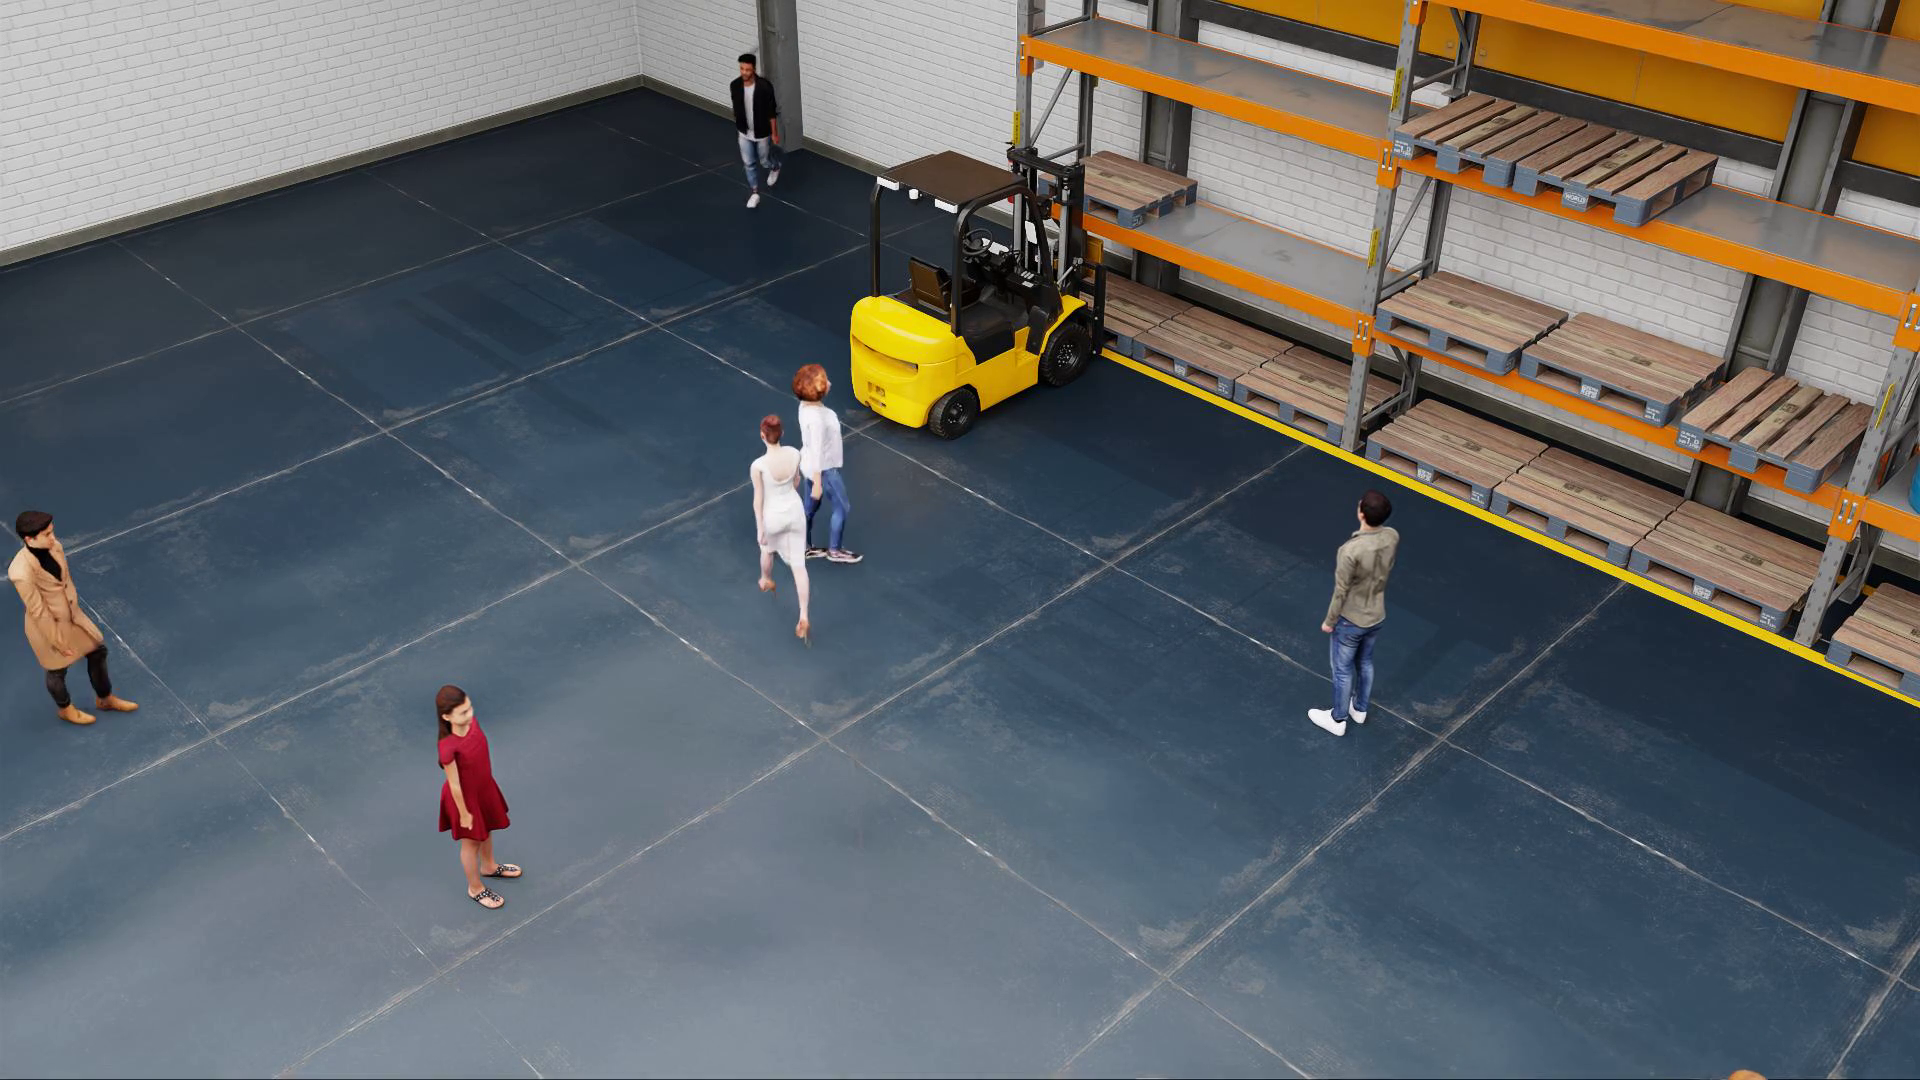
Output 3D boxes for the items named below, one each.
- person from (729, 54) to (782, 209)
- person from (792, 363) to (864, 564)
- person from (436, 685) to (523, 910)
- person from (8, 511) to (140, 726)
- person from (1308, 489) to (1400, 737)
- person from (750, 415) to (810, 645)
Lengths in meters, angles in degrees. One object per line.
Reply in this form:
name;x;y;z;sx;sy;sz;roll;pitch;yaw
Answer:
person;-2.310;-4.725;18.998;1.080;1.759;1.052;9;35;14
person;-1.175;-0.559;12.781;0.891;1.702;0.826;-8;35;-12
person;-2.899;1.484;9.841;0.733;1.554;0.674;6;34;9
person;-6.144;0.538;11.129;0.909;1.705;0.840;6;34;10
person;2.650;0.493;11.052;0.743;1.864;0.632;-21;39;-29
person;-1.234;-0.056;11.992;0.802;1.739;1.138;-16;37;-22
